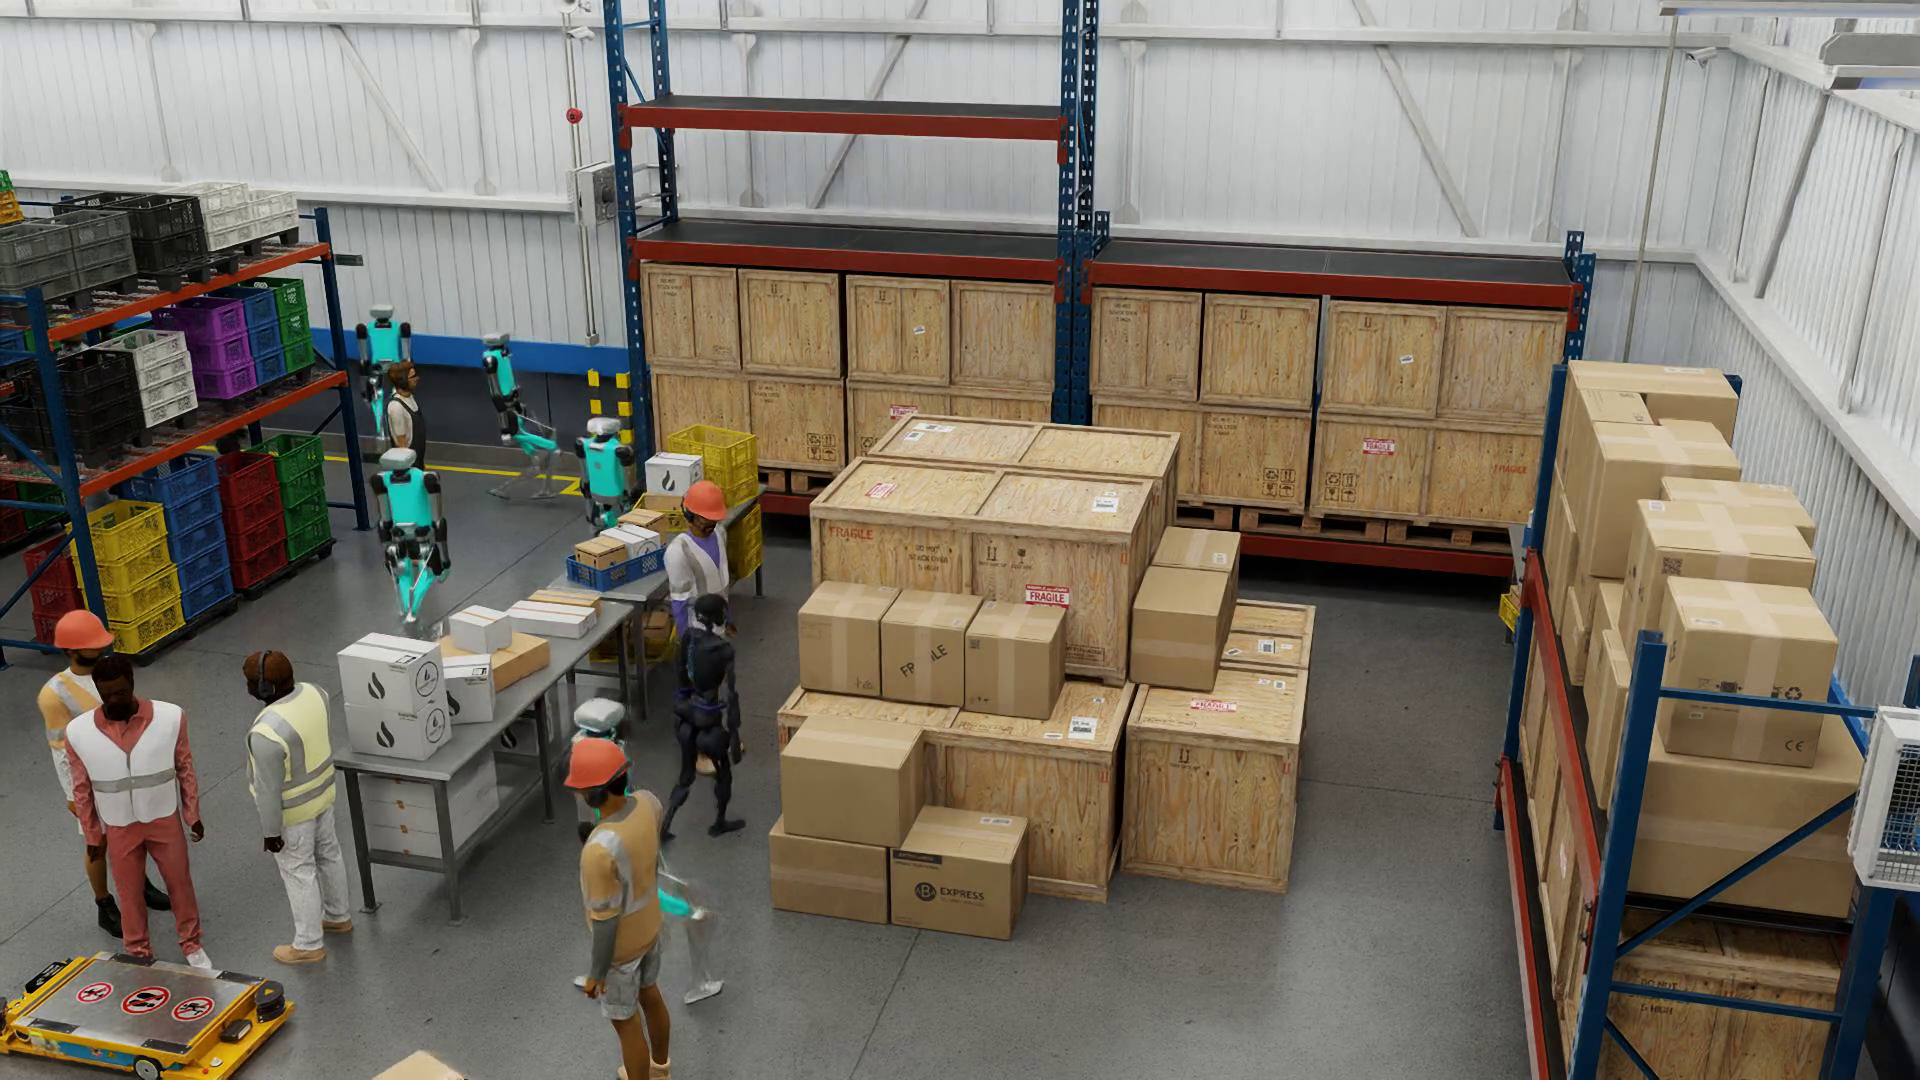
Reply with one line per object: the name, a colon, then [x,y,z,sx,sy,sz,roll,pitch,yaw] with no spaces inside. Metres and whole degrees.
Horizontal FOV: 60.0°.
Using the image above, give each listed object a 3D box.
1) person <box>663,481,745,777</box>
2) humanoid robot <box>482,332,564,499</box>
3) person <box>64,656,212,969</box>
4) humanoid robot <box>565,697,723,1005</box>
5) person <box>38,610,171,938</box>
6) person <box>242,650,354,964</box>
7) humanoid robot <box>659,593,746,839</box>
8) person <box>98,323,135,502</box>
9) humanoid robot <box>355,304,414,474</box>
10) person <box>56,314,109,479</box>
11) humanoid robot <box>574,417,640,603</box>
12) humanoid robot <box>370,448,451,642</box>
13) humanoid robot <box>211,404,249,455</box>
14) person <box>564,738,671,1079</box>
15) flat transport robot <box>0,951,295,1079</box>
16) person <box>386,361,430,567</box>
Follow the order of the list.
person: [-1.679,0.573,11.079,0.388,2.034,0.604,9,23,22]
humanoid robot: [-4.156,-1.131,15.938,0.977,1.735,0.544,0,21,1]
person: [-4.349,1.487,8.846,0.591,1.918,0.390,-10,23,-25]
humanoid robot: [-1.581,1.683,8.668,1.034,1.775,0.539,4,21,10]
person: [-4.780,1.291,9.331,0.359,1.935,0.551,7,22,19]
person: [-3.633,1.445,9.080,0.429,1.837,0.622,3,21,8]
humanoid robot: [-1.629,1.116,10.201,0.577,1.644,0.603,-16,26,-36]
person: [-8.251,-1.286,16.189,0.373,1.860,0.513,-2,21,-4]
humanoid robot: [-5.743,-1.429,16.749,0.543,1.795,0.809,-7,22,-19]
person: [-8.800,-1.407,16.659,0.492,1.742,0.319,11,24,27]
humanoid robot: [-2.721,-0.225,13.629,0.544,1.752,1.038,9,23,21]
humanoid robot: [-4.142,0.201,12.463,0.565,1.735,1.027,2,21,6]
humanoid robot: [-6.946,-1.042,15.807,0.335,1.634,0.589,-5,21,-13]
person: [-1.594,1.840,7.765,0.386,2.033,0.604,5,22,13]
flat transport robot: [-4.270,2.464,8.601,1.431,0.231,0.659,5,22,13]
person: [-4.792,-0.666,14.578,0.340,1.846,0.512,-3,21,-7]
